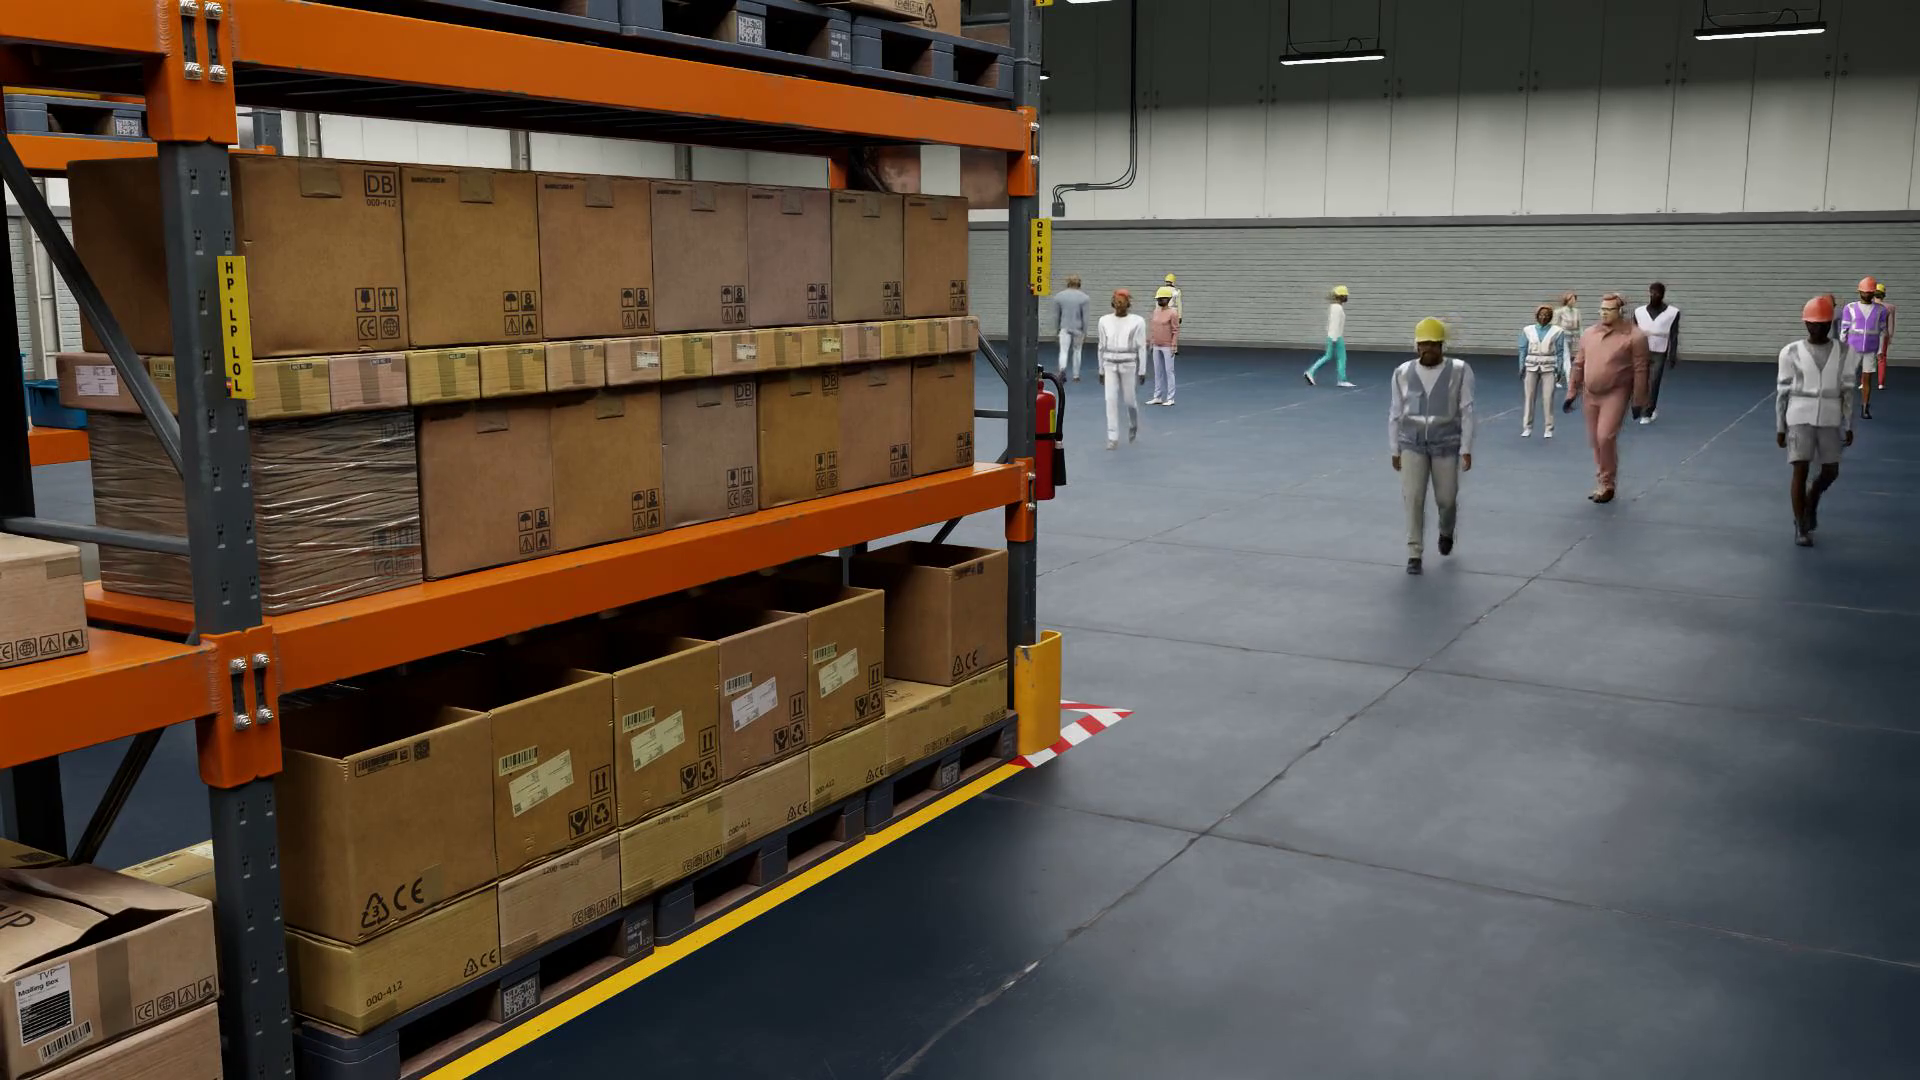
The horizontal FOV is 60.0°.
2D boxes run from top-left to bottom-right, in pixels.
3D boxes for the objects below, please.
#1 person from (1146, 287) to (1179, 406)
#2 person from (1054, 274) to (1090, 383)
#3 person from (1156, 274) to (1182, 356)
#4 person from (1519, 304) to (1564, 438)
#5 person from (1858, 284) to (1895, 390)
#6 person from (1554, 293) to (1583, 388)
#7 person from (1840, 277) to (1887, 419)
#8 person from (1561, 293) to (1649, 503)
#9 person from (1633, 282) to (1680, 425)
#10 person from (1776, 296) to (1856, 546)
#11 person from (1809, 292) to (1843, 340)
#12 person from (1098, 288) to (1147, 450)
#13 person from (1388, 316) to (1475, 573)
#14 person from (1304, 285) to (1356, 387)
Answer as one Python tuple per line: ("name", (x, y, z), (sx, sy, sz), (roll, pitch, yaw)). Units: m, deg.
("person", (3.035, -2.888, 24.854), (0.312, 1.768, 0.522), (-8, 13, -40))
("person", (1.942, -3.685, 29.069), (0.631, 1.919, 0.797), (2, 10, 12))
("person", (4.661, -4.996, 37.019), (0.600, 1.823, 0.404), (4, 10, 22))
("person", (7.152, -2.073, 20.469), (0.517, 1.639, 0.333), (5, 11, 27))
("person", (15.276, -3.385, 27.767), (0.526, 1.765, 0.330), (4, 10, 21))
("person", (10.243, -3.332, 27.932), (0.527, 1.592, 0.849), (-5, 11, -26))
("person", (12.363, -2.620, 22.787), (0.552, 1.934, 0.363), (4, 10, 21))
("person", (5.813, -1.285, 15.113), (0.648, 1.887, 0.648), (-6, 12, -33))
("person", (9.296, -2.506, 22.276), (0.602, 1.892, 0.838), (8, 12, 38))
("person", (6.626, -0.931, 12.925), (0.563, 1.923, 0.650), (3, 10, 15))
("person", (14.480, -3.329, 27.835), (0.513, 1.618, 0.407), (4, 11, 23))
("person", (1.901, -2.005, 19.420), (0.588, 1.862, 0.795), (3, 10, 19))
("person", (3.355, -0.689, 11.842), (0.607, 1.814, 0.684), (4, 11, 24))
("person", (6.338, -3.476, 28.403), (0.811, 1.740, 0.532), (1, 10, 6))
